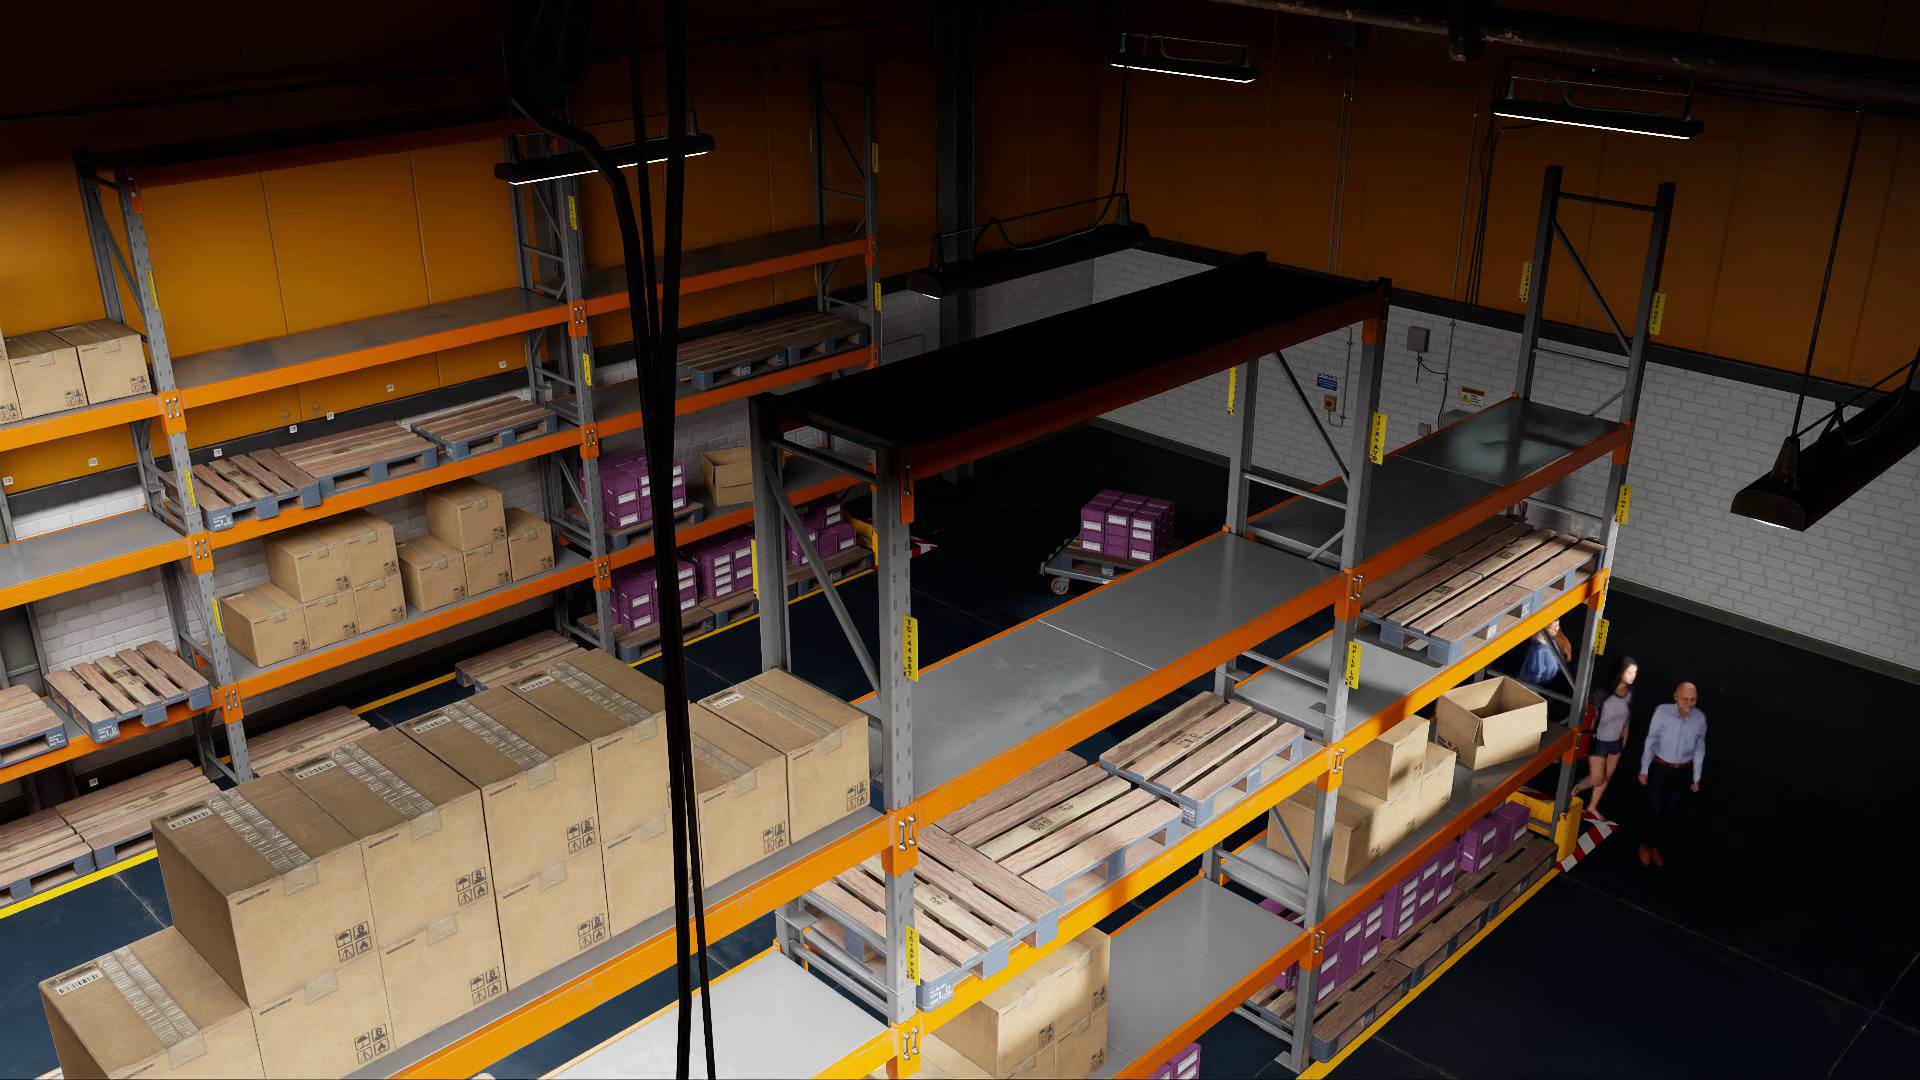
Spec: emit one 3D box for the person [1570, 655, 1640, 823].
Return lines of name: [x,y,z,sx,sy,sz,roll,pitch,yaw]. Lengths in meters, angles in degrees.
person: [5.842,1.775,15.191,0.693,1.699,0.790,-11,26,-24]

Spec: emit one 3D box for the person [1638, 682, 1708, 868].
person: [6.194,1.994,14.585,0.770,1.784,0.821,2,24,4]
